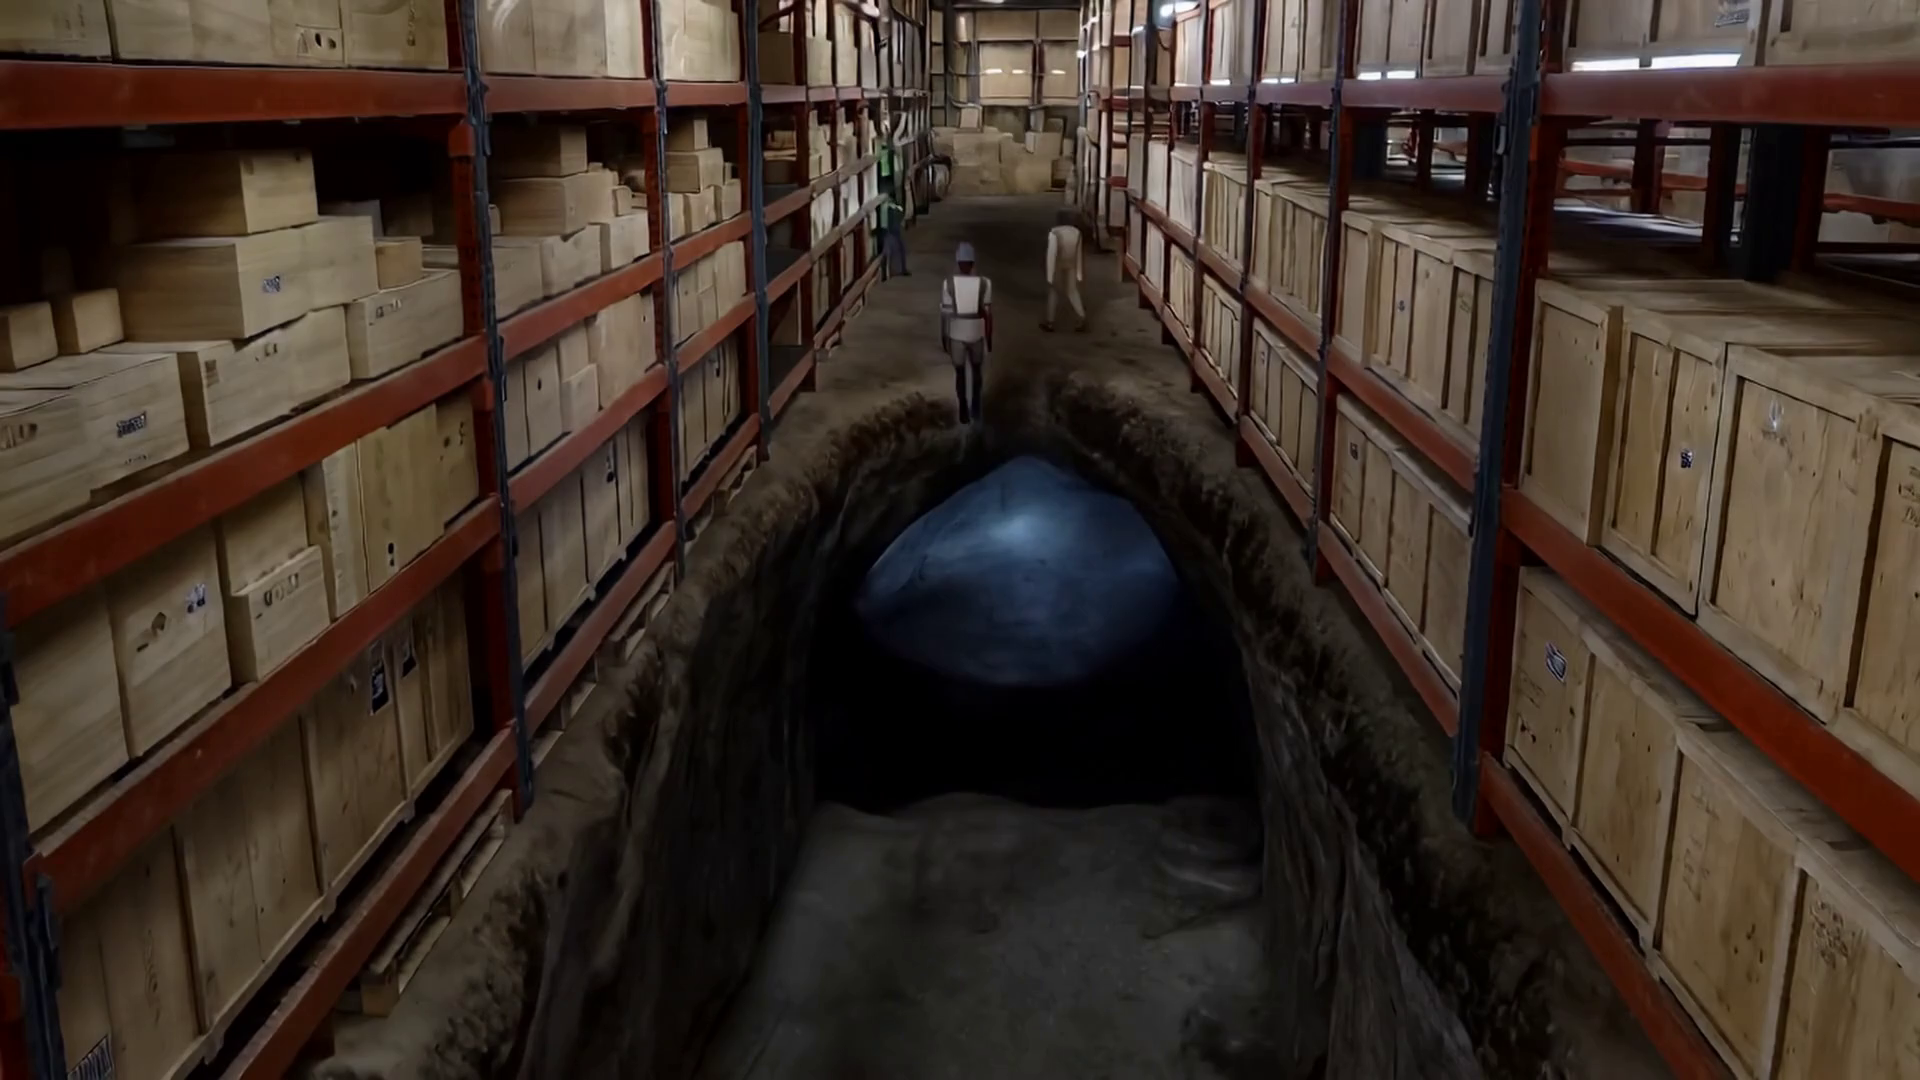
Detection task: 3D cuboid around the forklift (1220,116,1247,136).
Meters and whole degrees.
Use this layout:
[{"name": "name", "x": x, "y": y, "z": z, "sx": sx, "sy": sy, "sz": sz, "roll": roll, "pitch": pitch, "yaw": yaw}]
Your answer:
[{"name": "forklift", "x": 7.857, "y": -10.677, "z": 47.518, "sx": 1.129, "sy": 2.768, "sz": 1.873, "roll": 0, "pitch": 15, "yaw": 2}]

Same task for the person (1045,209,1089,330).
[{"name": "person", "x": 1.598, "y": -4.047, "z": 24.925, "sx": 0.668, "sy": 1.798, "sz": 0.887, "roll": -8, "pitch": 17, "yaw": -27}]

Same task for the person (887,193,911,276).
[{"name": "person", "x": -1.201, "y": -5.892, "z": 32.138, "sx": 0.465, "sy": 1.607, "sz": 0.510, "roll": 8, "pitch": 17, "yaw": 27}]

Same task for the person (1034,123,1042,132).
[{"name": "person", "x": 4.073, "y": -20.950, "z": 87.549, "sx": 0.589, "sy": 1.926, "sz": 0.387, "roll": 5, "pitch": 16, "yaw": 19}]

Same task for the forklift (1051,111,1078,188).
[{"name": "forklift", "x": 4.389, "y": -14.524, "z": 61.831, "sx": 1.873, "sy": 2.768, "sz": 1.129, "roll": 3, "pitch": 15, "yaw": 10}]

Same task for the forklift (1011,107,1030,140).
[{"name": "forklift", "x": 2.984, "y": -19.929, "z": 81.940, "sx": 1.129, "sy": 2.768, "sz": 1.873, "roll": -7, "pitch": 17, "yaw": -26}]

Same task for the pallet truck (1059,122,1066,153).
[{"name": "pallet truck", "x": 5.788, "y": -21.111, "z": 88.014, "sx": 1.885, "sy": 1.965, "sz": 0.823, "roll": 5, "pitch": 16, "yaw": 18}]

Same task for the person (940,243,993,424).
[{"name": "person", "x": 0.063, "y": -2.210, "z": 17.821, "sx": 0.569, "sy": 1.924, "sz": 0.496, "roll": -1, "pitch": 15, "yaw": -5}]
